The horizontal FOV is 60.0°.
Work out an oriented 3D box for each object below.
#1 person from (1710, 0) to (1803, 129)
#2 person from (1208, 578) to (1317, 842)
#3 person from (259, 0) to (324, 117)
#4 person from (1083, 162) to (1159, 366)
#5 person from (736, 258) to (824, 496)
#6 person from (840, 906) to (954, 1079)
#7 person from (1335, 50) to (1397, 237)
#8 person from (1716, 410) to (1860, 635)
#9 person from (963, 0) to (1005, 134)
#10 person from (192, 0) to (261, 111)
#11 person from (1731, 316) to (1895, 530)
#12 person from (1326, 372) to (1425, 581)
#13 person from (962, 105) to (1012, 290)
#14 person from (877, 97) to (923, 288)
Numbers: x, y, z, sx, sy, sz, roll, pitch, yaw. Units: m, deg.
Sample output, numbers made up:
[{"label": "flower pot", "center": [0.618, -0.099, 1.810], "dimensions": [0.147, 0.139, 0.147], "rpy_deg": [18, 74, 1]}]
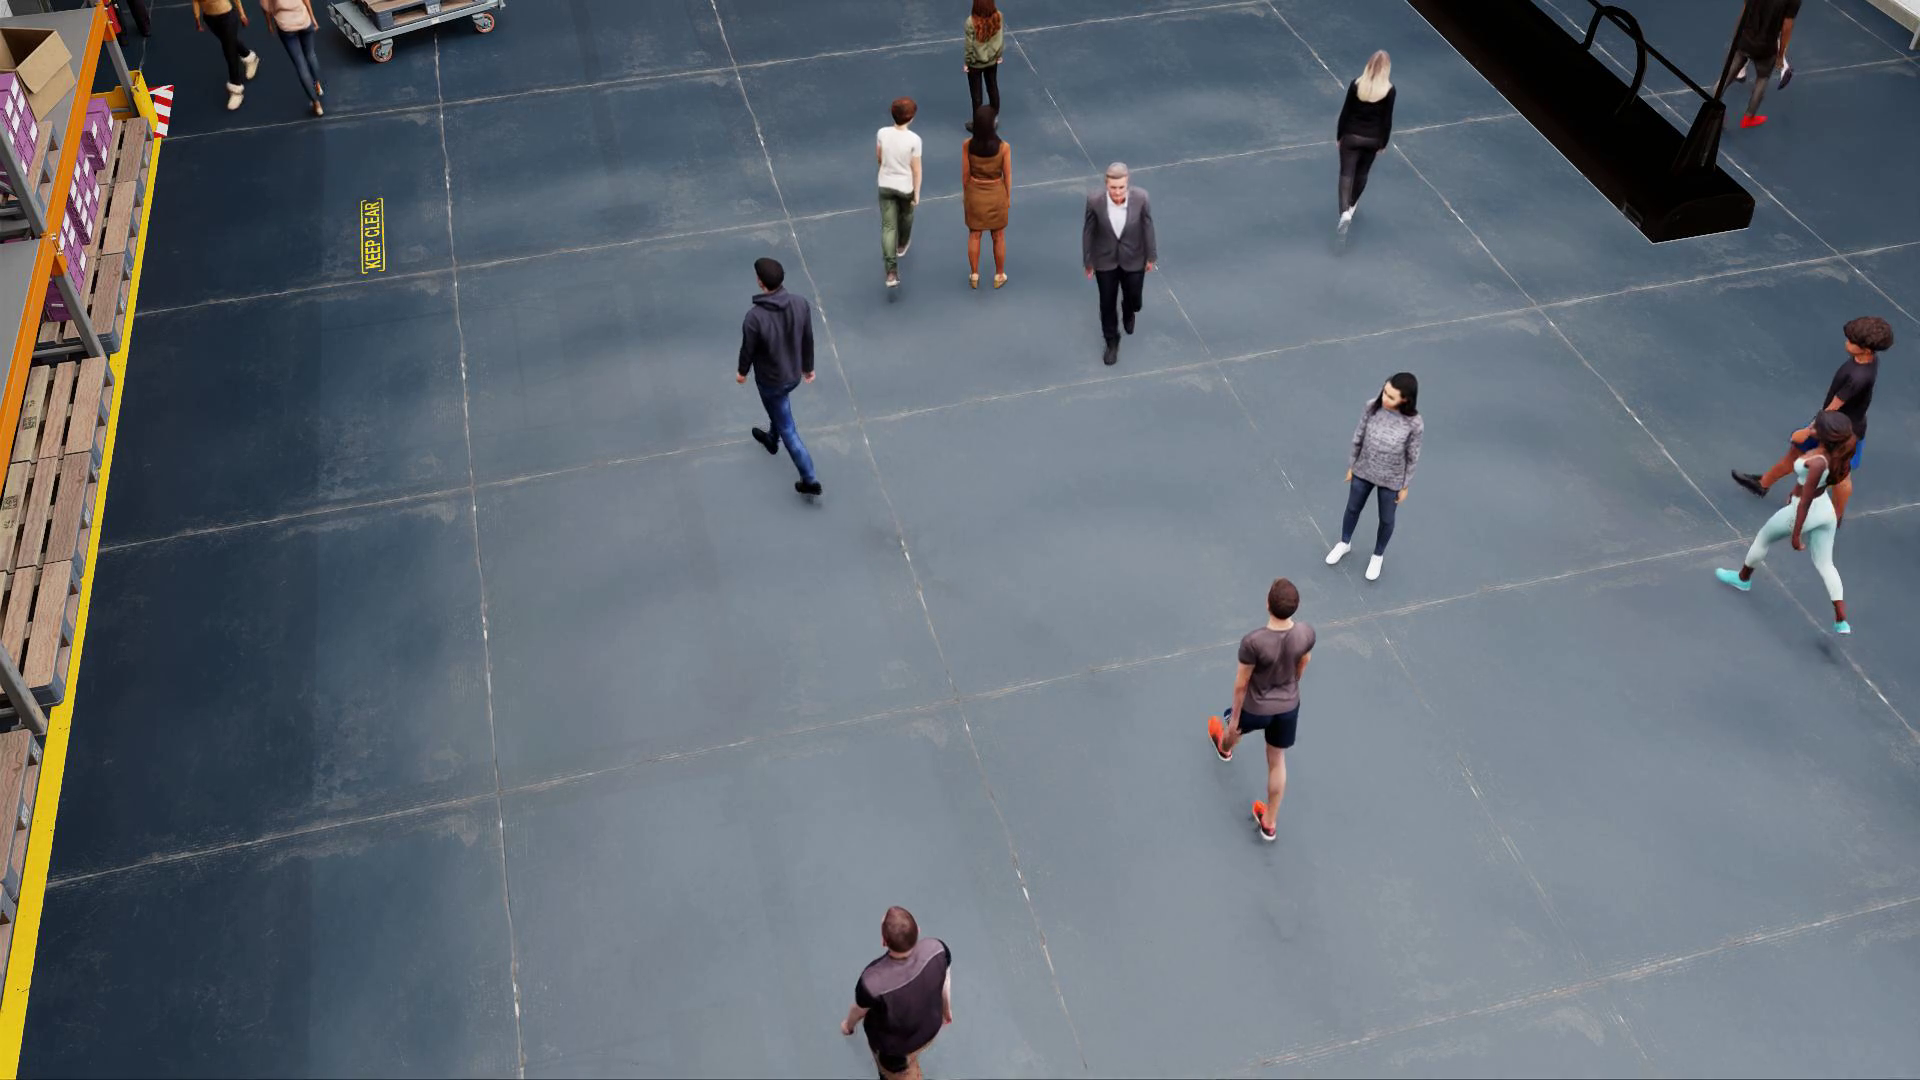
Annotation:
[{"label": "person", "center": [7.521, -4.660, 15.774], "dimensions": [0.916, 1.774, 0.927], "rpy_deg": [29, 51, 27]}, {"label": "person", "center": [1.834, 1.039, 9.769], "dimensions": [0.694, 1.804, 1.150], "rpy_deg": [-9, 44, -9]}, {"label": "person", "center": [-6.428, -4.966, 16.096], "dimensions": [0.787, 1.773, 0.924], "rpy_deg": [-30, 51, -27]}, {"label": "person", "center": [1.262, -2.275, 13.237], "dimensions": [0.902, 1.820, 0.946], "rpy_deg": [1, 44, 1]}, {"label": "person", "center": [-1.258, -1.133, 12.017], "dimensions": [1.054, 1.849, 1.317], "rpy_deg": [-31, 52, -29]}, {"label": "person", "center": [-0.228, 2.492, 8.243], "dimensions": [0.927, 1.806, 1.154], "rpy_deg": [-28, 50, -26]}, {"label": "person", "center": [3.510, -3.457, 14.592], "dimensions": [0.915, 1.661, 1.105], "rpy_deg": [10, 45, 10]}, {"label": "person", "center": [5.692, -0.090, 11.047], "dimensions": [0.813, 1.676, 1.256], "rpy_deg": [-20, 47, -20]}, {"label": "person", "center": [0.222, -4.596, 15.923], "dimensions": [0.632, 1.475, 0.574], "rpy_deg": [-22, 48, -21]}, {"label": "person", "center": [-7.283, -5.207, 16.459], "dimensions": [0.887, 1.620, 1.195], "rpy_deg": [4, 44, 4]}, {"label": "person", "center": [6.289, -0.775, 11.712], "dimensions": [1.079, 1.752, 1.061], "rpy_deg": [15, 46, 15]}, {"label": "person", "center": [2.887, -0.467, 11.403], "dimensions": [0.670, 1.731, 0.744], "rpy_deg": [25, 49, 24]}, {"label": "person", "center": [0.219, -2.860, 13.948], "dimensions": [0.627, 1.686, 0.624], "rpy_deg": [5, 44, 5]}, {"label": "person", "center": [-0.555, -2.908, 14.052], "dimensions": [0.842, 1.613, 1.197], "rpy_deg": [4, 44, 4]}]
